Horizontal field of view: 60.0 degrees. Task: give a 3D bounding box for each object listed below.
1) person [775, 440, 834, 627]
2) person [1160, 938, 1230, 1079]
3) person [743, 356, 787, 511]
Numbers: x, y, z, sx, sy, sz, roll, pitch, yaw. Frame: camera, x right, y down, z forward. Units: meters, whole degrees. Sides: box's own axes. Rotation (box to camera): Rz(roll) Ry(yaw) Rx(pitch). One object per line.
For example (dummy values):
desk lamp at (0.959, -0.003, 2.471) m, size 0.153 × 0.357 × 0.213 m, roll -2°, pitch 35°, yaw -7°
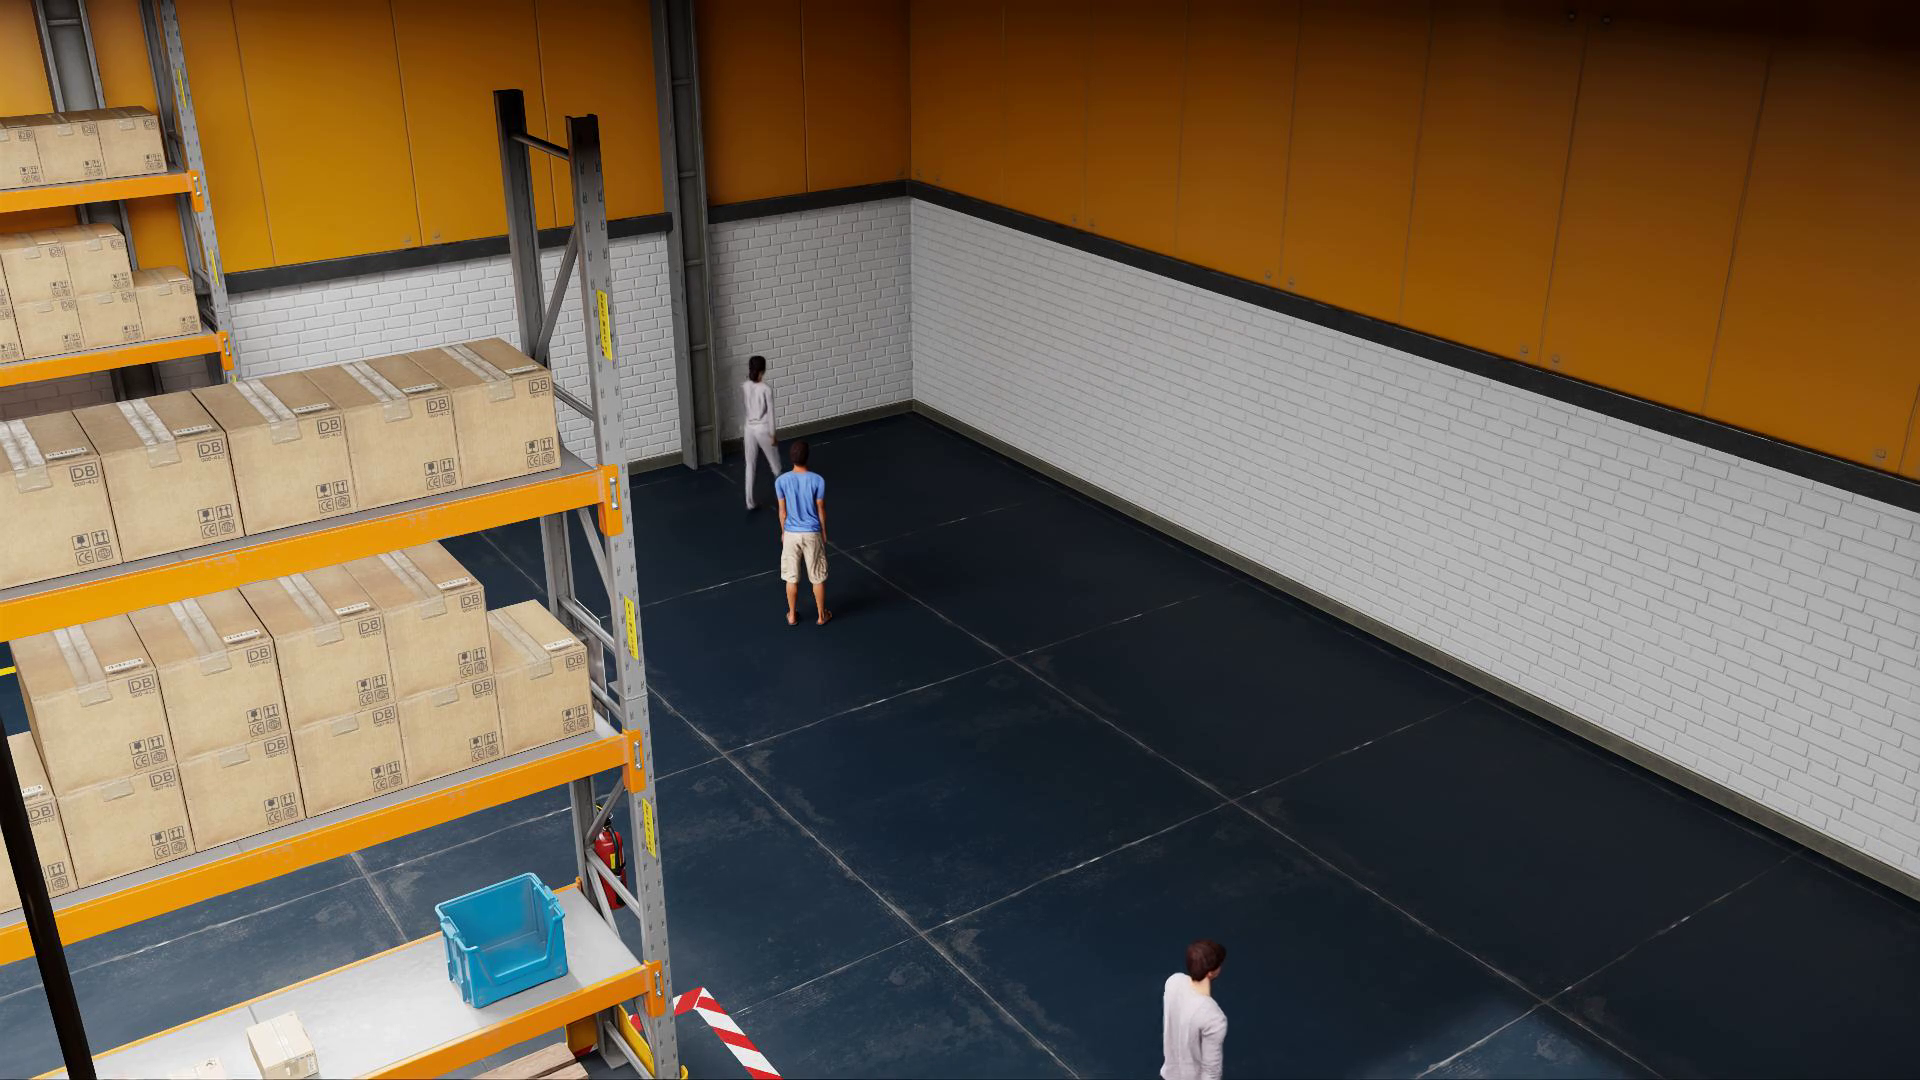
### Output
person at (-1.499, -0.064, 15.932) m, size 0.706 × 1.864 × 0.799 m, roll 0°, pitch 24°, yaw 1°
person at (1.178, 2.981, 9.038) m, size 1.106 × 1.807 × 0.767 m, roll -12°, pitch 26°, yaw -25°
person at (-2.296, -1.168, 18.618) m, size 0.903 × 1.735 × 1.147 m, roll 13°, pitch 27°, yaw 27°
